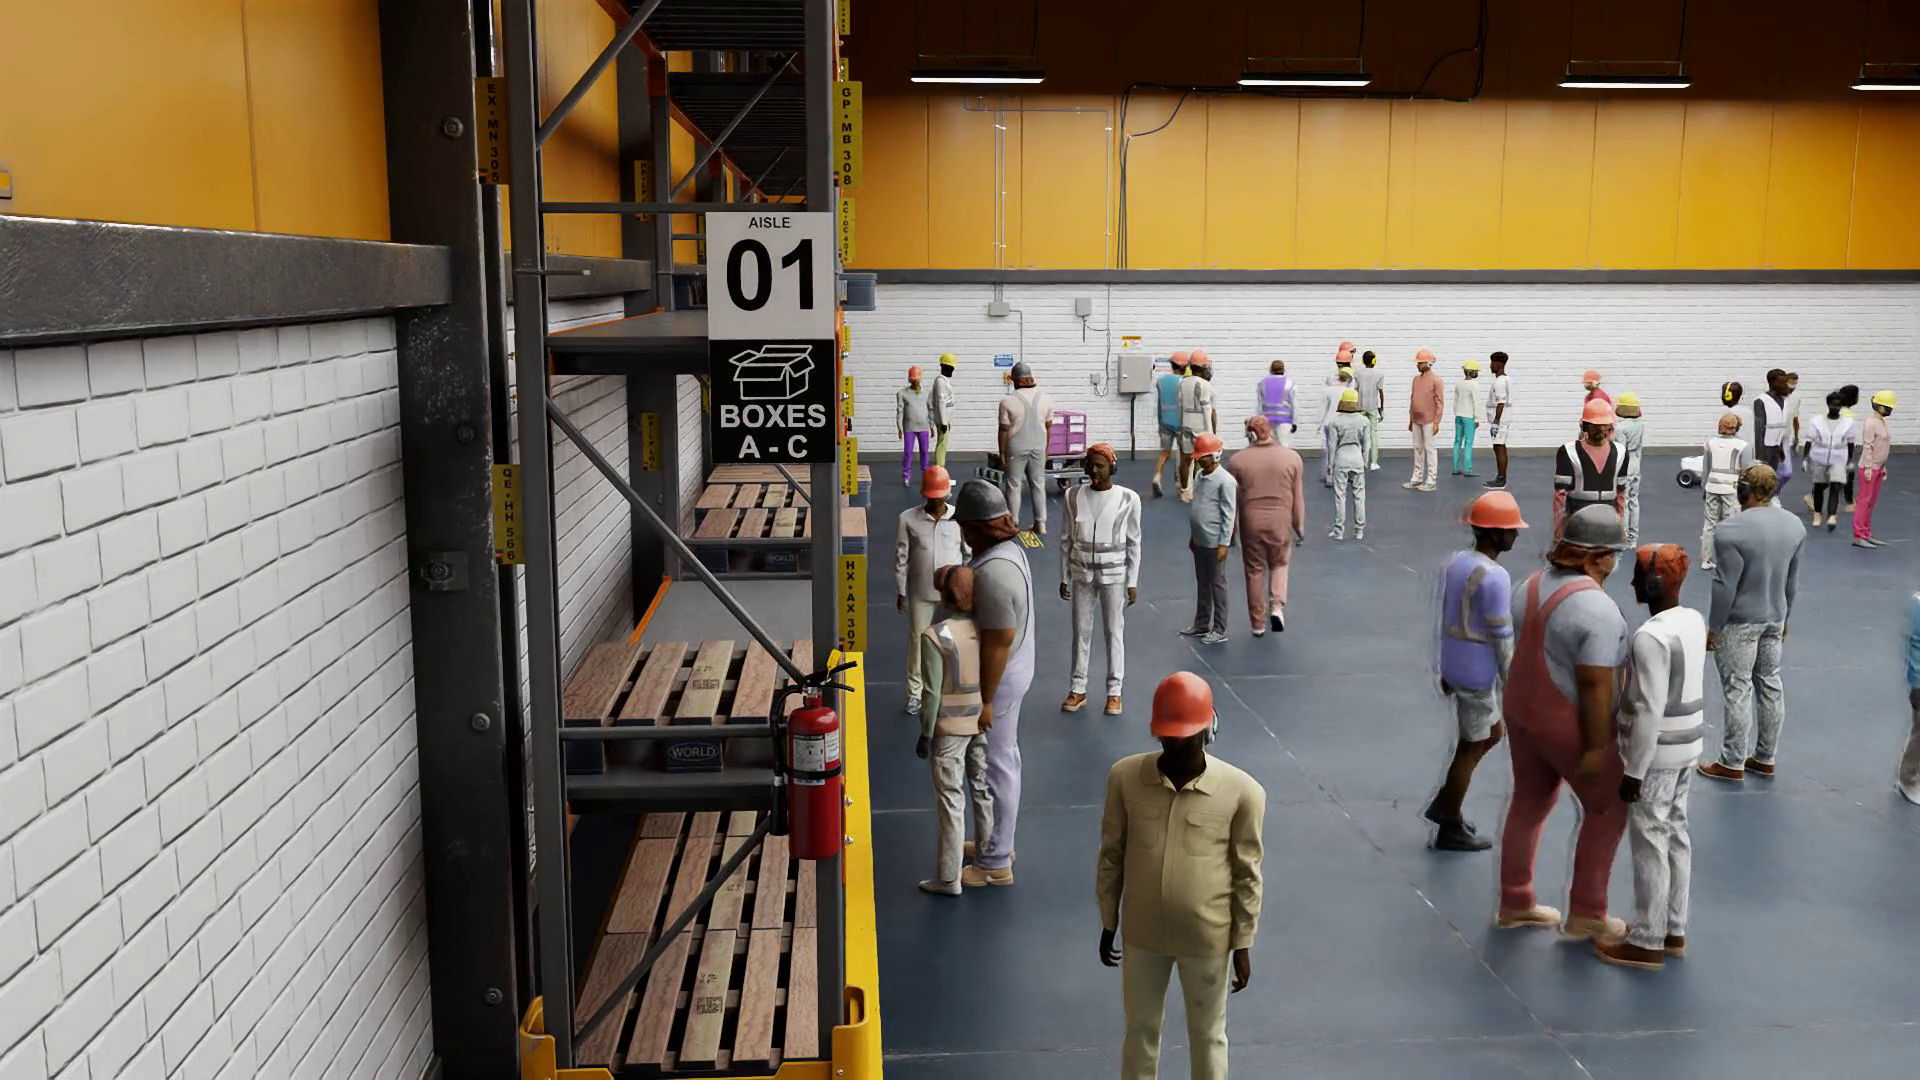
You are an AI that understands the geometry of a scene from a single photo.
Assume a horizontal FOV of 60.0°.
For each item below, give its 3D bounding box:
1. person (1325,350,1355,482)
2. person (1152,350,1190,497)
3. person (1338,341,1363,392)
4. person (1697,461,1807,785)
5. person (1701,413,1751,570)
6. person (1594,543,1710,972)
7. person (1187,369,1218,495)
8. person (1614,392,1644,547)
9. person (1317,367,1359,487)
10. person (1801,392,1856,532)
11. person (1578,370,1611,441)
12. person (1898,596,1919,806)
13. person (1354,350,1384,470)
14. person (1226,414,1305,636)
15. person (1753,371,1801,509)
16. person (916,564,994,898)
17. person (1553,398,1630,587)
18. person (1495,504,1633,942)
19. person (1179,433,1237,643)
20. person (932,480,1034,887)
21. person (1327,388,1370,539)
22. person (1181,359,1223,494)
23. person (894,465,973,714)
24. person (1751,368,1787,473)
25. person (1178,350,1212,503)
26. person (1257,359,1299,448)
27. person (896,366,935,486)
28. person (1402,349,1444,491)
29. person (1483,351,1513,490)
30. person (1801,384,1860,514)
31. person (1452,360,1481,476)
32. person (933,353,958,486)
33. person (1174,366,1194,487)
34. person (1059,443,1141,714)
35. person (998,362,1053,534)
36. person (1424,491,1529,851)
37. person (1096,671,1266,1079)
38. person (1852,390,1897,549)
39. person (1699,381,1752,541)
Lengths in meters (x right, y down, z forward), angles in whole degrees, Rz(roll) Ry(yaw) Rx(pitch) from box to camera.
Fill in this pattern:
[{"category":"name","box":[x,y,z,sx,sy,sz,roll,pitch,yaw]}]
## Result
[{"category":"person","box":[5.622,-1.824,24.494,0.361,1.938,0.545,-6,11,-35]},{"category":"person","box":[2.917,-1.583,22.727,0.784,2.020,0.640,-9,12,-43]},{"category":"person","box":[6.155,-2.158,26.444,0.393,1.985,0.611,7,11,38]},{"category":"person","box":[4.712,0.494,9.934,0.627,1.941,0.370,-3,10,-20]},{"category":"person","box":[7.807,-0.475,16.991,0.312,1.634,0.514,-6,11,-34]},{"category":"person","box":[3.060,0.941,7.293,0.337,1.883,0.583,8,12,42]},{"category":"person","box":[3.269,-1.467,22.583,0.509,1.838,0.342,7,12,39]},{"category":"person","box":[7.373,-0.768,18.467,0.493,1.743,0.295,-7,12,-39]},{"category":"person","box":[5.444,-1.618,23.869,0.573,1.712,0.649,8,12,41]},{"category":"person","box":[10.297,-0.925,19.729,0.554,1.639,0.898,5,10,27]},{"category":"person","box":[8.795,-1.494,23.066,0.459,1.726,0.627,-1,9,-4]},{"category":"person","box":[5.505,0.784,9.207,0.530,1.578,0.893,2,9,12]},{"category":"person","box":[6.358,-2.024,25.979,0.532,1.864,0.314,3,9,17]},{"category":"person","box":[2.561,-0.118,13.981,0.691,1.874,0.418,1,9,7]},{"category":"person","box":[10.306,-1.220,20.997,0.565,1.843,0.477,0,9,3]},{"category":"person","box":[0.002,0.928,8.150,0.522,1.637,0.305,-8,12,-42]},{"category":"person","box":[5.152,-0.137,13.570,0.612,2.041,0.394,0,9,-3]},{"category":"person","box":[2.813,0.816,7.590,0.646,2.000,0.713,-3,9,-17]},{"category":"person","box":[2.050,-0.023,13.780,0.337,1.745,0.560,-4,10,-22]},{"category":"person","box":[0.099,0.700,8.324,0.537,2.000,0.675,1,9,8]},{"category":"person","box":[4.459,-0.877,19.153,0.487,1.744,0.312,0,9,-3]},{"category":"person","box":[3.410,-1.507,22.600,0.877,1.923,0.636,8,12,41]},{"category":"person","box":[-0.168,0.344,11.482,0.569,1.740,0.349,0,9,-3]},{"category":"person","box":[9.741,-1.108,20.057,0.587,1.920,0.391,-7,11,-37]},{"category":"person","box":[3.144,-1.486,22.039,0.373,2.043,0.614,-5,10,-30]},{"category":"person","box":[4.639,-1.741,24.393,0.630,1.809,0.697,5,10,30]},{"category":"person","box":[-0.632,-1.632,23.910,0.565,1.740,0.354,-2,9,-13]},{"category":"person","box":[6.542,-1.690,23.468,0.394,1.992,0.622,-4,10,-24]},{"category":"person","box":[7.647,-1.697,23.602,0.367,1.964,0.609,5,10,27]},{"category":"person","box":[11.124,-1.147,21.072,0.750,1.674,0.533,3,10,19]},{"category":"person","box":[7.677,-1.843,25.157,0.329,1.765,0.526,-4,10,-22]},{"category":"person","box":[-0.213,-1.743,24.048,0.382,1.917,0.585,0,9,2]},{"category":"person","box":[3.236,-1.622,23.825,0.283,1.746,0.493,3,10,20]},{"category":"person","box":[0.959,0.268,11.530,0.573,1.883,0.356,3,10,18]},{"category":"person","box":[0.726,-1.077,19.482,0.682,2.000,0.535,-4,10,-22]},{"category":"person","box":[2.712,0.697,8.722,0.451,1.923,0.554,0,9,0]},{"category":"person","box":[0.717,1.287,5.537,0.561,1.750,0.327,3,10,20]},{"category":"person","box":[10.225,-0.791,18.570,0.524,1.760,0.327,-9,12,-43]},{"category":"person","box":[8.707,-0.868,18.803,0.535,1.834,0.644,-7,11,-36]}]
